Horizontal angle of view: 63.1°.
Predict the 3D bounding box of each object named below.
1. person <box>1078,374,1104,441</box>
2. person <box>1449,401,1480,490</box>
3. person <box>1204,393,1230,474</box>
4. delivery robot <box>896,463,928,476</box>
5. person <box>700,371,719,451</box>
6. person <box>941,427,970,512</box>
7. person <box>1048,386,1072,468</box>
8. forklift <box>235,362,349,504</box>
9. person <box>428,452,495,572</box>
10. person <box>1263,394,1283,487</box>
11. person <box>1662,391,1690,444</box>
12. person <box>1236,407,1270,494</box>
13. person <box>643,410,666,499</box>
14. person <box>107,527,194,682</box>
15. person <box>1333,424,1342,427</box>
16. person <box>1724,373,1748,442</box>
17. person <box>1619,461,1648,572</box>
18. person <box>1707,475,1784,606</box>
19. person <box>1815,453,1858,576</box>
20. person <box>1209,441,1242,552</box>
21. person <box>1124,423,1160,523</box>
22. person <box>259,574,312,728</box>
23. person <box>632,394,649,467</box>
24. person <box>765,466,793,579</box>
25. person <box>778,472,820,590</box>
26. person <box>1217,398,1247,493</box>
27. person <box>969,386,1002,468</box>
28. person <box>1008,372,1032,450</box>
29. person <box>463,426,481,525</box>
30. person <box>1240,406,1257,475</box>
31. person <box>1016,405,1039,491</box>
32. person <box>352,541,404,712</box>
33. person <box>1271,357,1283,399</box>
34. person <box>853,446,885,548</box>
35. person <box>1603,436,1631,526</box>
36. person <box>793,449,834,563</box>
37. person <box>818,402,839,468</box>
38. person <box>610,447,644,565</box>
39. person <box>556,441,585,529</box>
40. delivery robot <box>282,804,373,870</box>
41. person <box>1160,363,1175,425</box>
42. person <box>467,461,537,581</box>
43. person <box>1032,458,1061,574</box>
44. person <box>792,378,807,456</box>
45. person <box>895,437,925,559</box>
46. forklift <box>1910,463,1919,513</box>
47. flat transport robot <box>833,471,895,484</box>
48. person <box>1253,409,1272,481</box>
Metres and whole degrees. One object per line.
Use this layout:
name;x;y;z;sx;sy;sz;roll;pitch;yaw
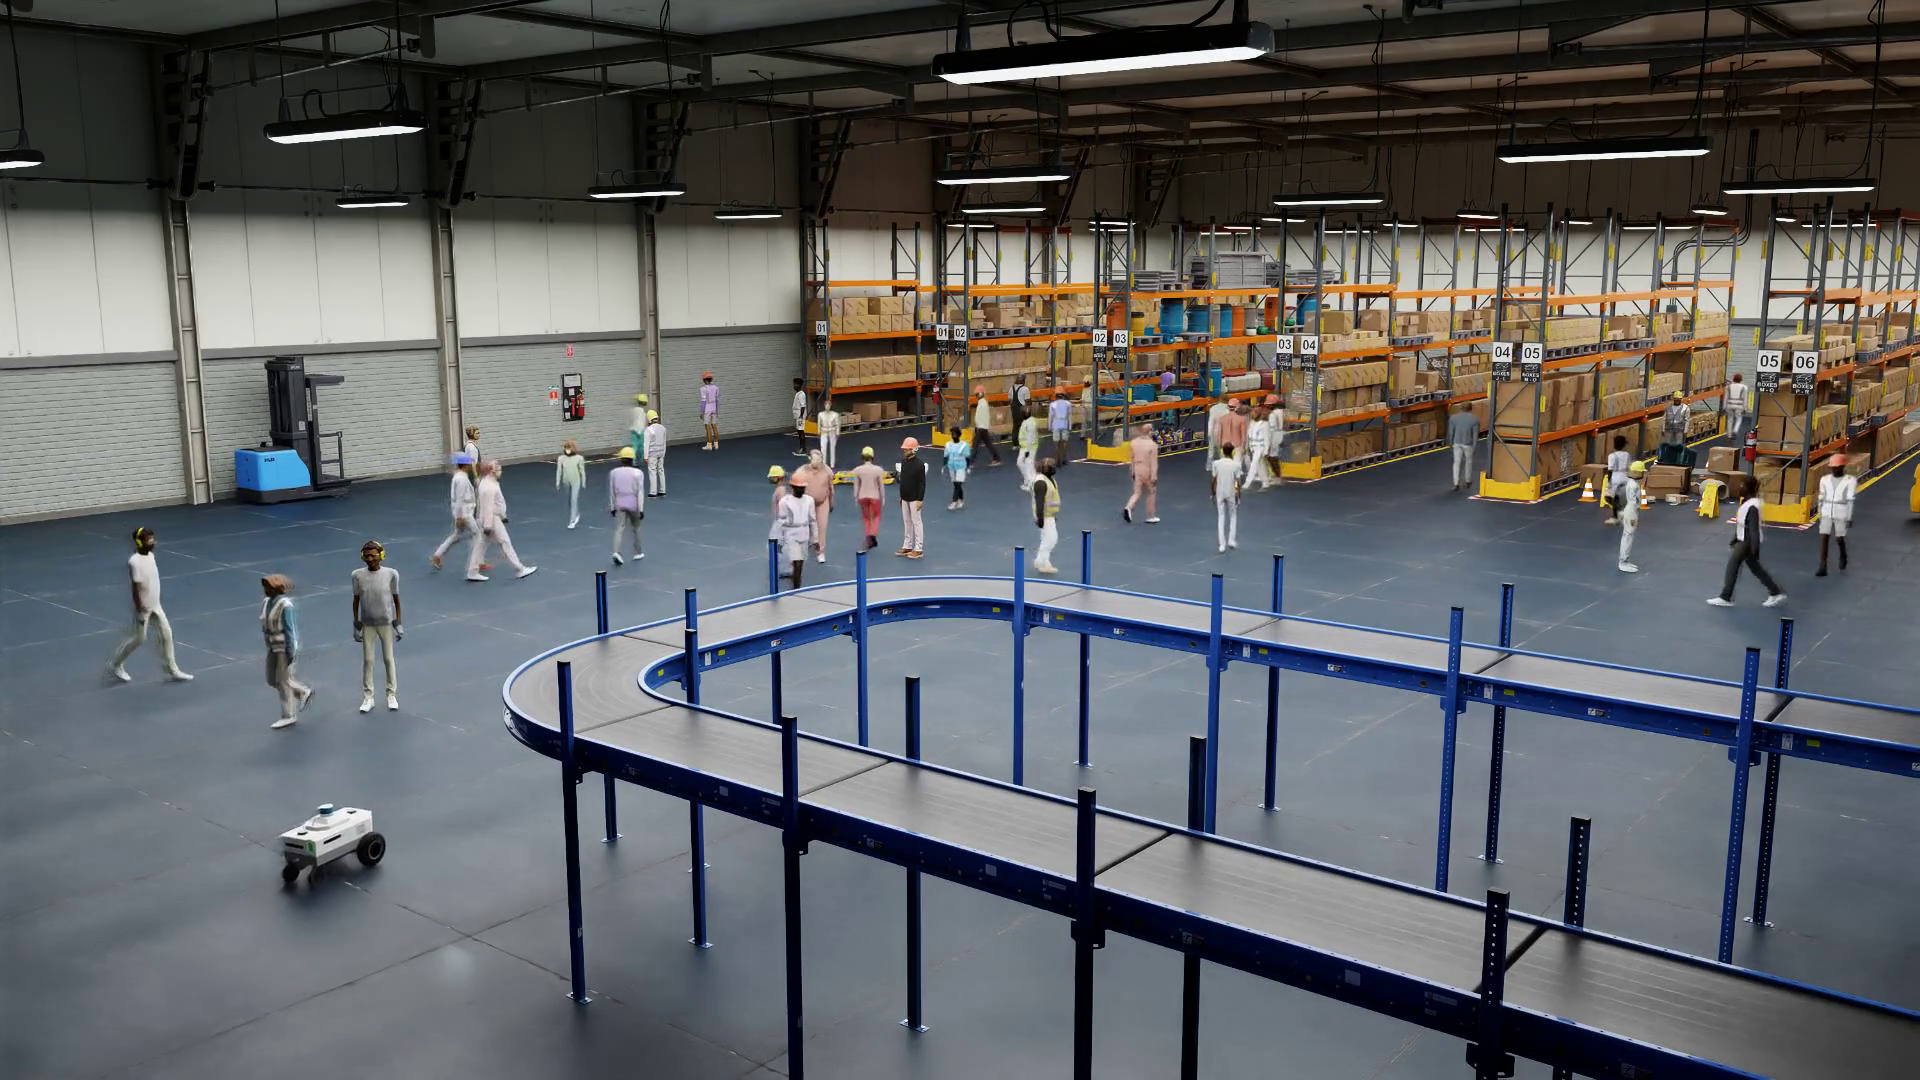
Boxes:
person;3.579;-3.624;42.755;0.727;1.815;0.593;-8;13;-37
person;10.870;-2.057;33.716;0.651;1.891;1.008;6;11;28
person;5.884;-2.408;35.701;0.718;1.887;0.848;-4;11;-20
delivery robot;-1.059;-1.589;34.705;0.707;0.478;0.477;-1;10;-7
person;-6.524;-3.350;40.577;0.387;2.039;0.615;7;12;34
person;-0.080;-1.395;30.654;0.543;1.645;0.872;6;12;29
person;2.365;-2.706;37.283;0.580;1.919;0.530;-2;10;-9
forklift;-13.803;-2.244;32.110;1.129;2.768;1.873;8;13;37
person;-7.869;-0.432;24.528;0.923;1.918;0.620;-4;11;-22
person;6.786;-2.161;33.961;0.585;2.010;0.656;5;11;27
person;16.901;-2.610;36.990;0.601;1.832;0.404;8;13;38
person;6.203;-1.887;32.940;1.002;1.828;0.595;-4;11;-23
person;-6.314;-1.768;32.293;0.403;1.824;0.596;6;12;31
person;-9.460;0.749;18.102;0.917;1.837;0.529;0;10;2
person;11.423;-4.365;46.585;0.695;1.930;0.649;-3;11;-18
person;21.080;-3.612;42.549;0.583;1.871;0.438;7;12;35
person;10.647;-0.386;24.733;0.319;1.742;0.492;4;11;21
person;11.205;0.010;22.112;0.956;1.887;0.581;4;11;23
person;13.637;-0.404;24.340;0.631;1.919;0.567;-9;13;-41
person;4.496;-0.754;26.519;0.541;1.841;0.782;2;10;13
person;3.416;-1.234;29.110;0.737;1.881;0.653;-9;14;-42
person;-7.106;1.141;16.485;0.520;1.626;0.475;7;12;35
person;-7.517;-2.591;37.152;0.730;1.735;0.543;-5;11;-24
person;-2.837;-0.270;24.034;0.566;1.745;0.560;-1;10;-7
person;-2.220;0.003;22.060;0.578;1.908;0.808;-7;13;-36
person;5.766;-2.003;33.126;0.618;1.990;0.394;5;11;25
person;0.545;-2.708;37.257;1.028;1.944;0.646;-1;10;-4
person;1.612;-3.315;40.500;0.538;2.000;0.684;-10;14;-44
person;-9.010;-1.195;28.997;0.343;1.847;0.506;-5;11;-25
person;6.579;-2.248;35.634;0.538;1.585;0.862;-9;13;-40
person;1.423;-1.957;33.334;0.494;1.825;0.658;-1;10;-5
person;-6.327;0.924;16.997;0.521;1.873;0.334;-2;10;-13
person;10.881;-5.554;53.267;0.627;1.940;0.375;-3;11;-17
person;-1.544;-0.709;26.521;0.540;1.744;0.501;1;10;5
person;12.150;-1.083;28.831;0.540;1.683;0.493;-5;11;-25
person;-2.407;-0.606;25.717;0.676;1.849;1.020;-1;10;-4
person;-3.099;-2.446;36.741;0.525;1.590;0.893;1;10;4
person;-5.397;-0.560;25.301;0.596;1.896;0.921;2;10;9
person;-7.174;-1.054;28.908;0.514;1.599;0.833;1;10;6
delivery robot;-5.049;2.355;12.501;0.477;0.478;0.707;4;11;23
person;6.231;-4.360;46.817;0.399;1.845;0.575;-9;13;-40
person;-7.075;-0.291;23.898;1.033;1.847;0.649;-5;11;-26
person;1.364;-0.373;24.400;0.447;1.832;0.651;3;11;18
person;-4.053;-3.114;39.459;0.361;1.963;0.616;-2;10;-12
person;-0.809;-0.704;25.808;0.374;1.997;0.609;-8;13;-37
forklift;19.034;-1.348;28.998;2.313;2.155;1.214;8;13;37
flat transport robot;-2.181;-1.392;34.658;1.431;0.197;0.652;1;10;3
person;6.729;-2.107;34.786;0.680;1.605;0.511;3;10;16
